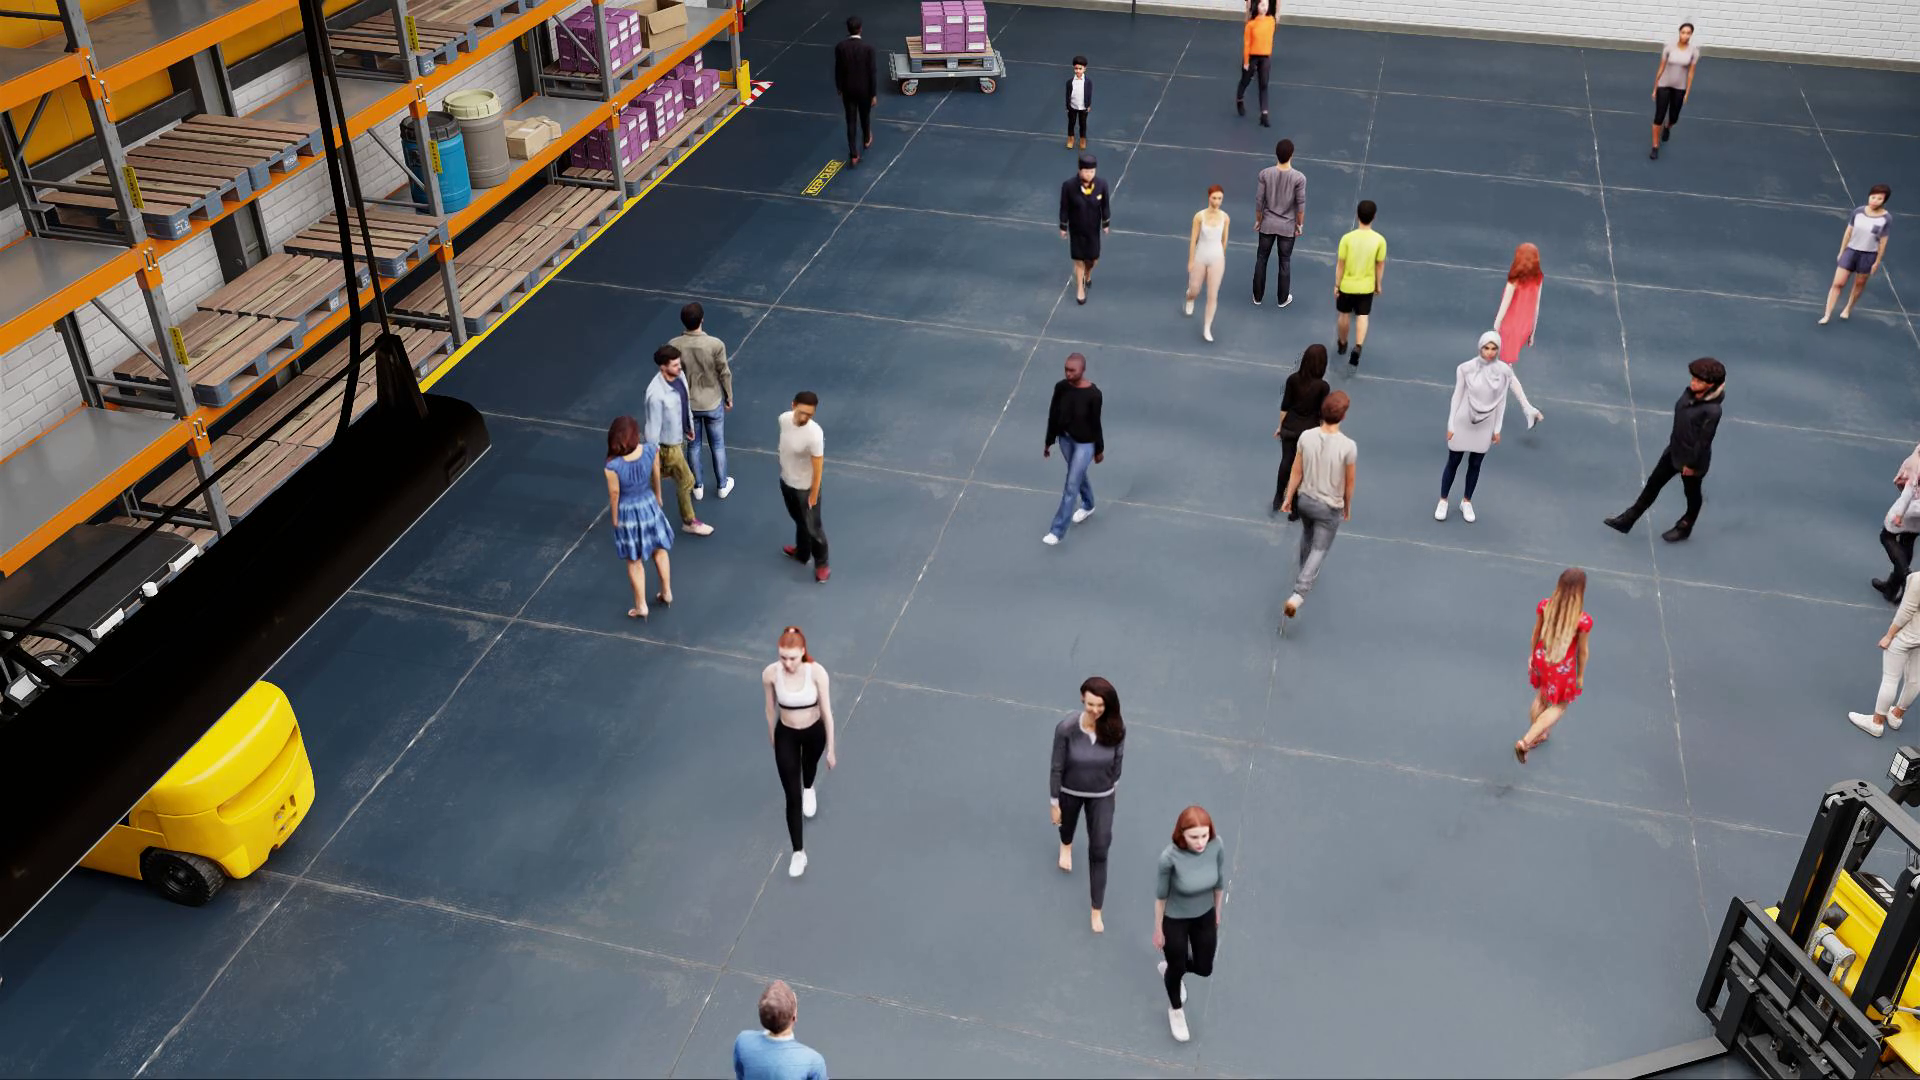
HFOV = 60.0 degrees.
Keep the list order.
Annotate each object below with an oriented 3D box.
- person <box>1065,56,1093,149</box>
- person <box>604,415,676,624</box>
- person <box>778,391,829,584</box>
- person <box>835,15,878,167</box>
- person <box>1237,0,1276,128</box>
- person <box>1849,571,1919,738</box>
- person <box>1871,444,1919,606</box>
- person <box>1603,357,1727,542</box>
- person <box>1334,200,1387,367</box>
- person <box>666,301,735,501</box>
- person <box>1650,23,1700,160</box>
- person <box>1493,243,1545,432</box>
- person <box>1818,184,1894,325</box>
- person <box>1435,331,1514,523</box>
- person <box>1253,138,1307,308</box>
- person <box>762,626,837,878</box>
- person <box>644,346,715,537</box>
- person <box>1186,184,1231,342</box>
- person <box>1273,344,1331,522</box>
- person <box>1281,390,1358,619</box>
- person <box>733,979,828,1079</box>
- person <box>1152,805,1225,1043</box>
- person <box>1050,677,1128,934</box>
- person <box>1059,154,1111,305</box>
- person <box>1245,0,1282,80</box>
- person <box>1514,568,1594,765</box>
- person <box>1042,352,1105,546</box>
[{"bbox_3d":[1.562,-5.792,21.976,0.531,1.224,0.510,3,34,4],"label":"person"},{"bbox_3d":[-2.518,-0.175,13.001,0.709,1.805,0.819,-27,42,-34],"label":"person"},{"bbox_3d":[-1.295,-0.509,13.535,0.810,1.769,0.858,-18,38,-25],"label":"person"},{"bbox_3d":[-1.356,-5.718,21.317,0.822,1.830,1.198,4,34,6],"label":"person"},{"bbox_3d":[3.991,-6.555,22.698,1.026,1.696,1.194,-11,35,-16],"label":"person"},{"bbox_3d":[6.795,0.663,11.824,0.692,1.712,0.704,-9,35,-13],"label":"person"},{"bbox_3d":[7.605,-0.215,13.073,0.826,1.791,0.940,-6,34,-9],"label":"person"},{"bbox_3d":[6.163,-0.737,13.904,1.033,1.740,1.078,-9,35,-13],"label":"person"},{"bbox_3d":[3.982,-2.542,16.667,0.653,1.689,0.954,6,34,9],"label":"person"},{"bbox_3d":[-2.260,-1.198,14.486,0.771,1.864,0.697,-2,34,-2],"label":"person"},{"bbox_3d":[9.259,-5.873,21.638,0.664,1.734,0.928,13,36,18],"label":"person"},{"bbox_3d":[5.245,-1.858,15.542,1.080,1.794,1.153,-17,37,-24],"label":"person"},{"bbox_3d":[9.526,-3.037,17.549,0.800,1.537,1.004,23,40,31],"label":"person"},{"bbox_3d":[4.397,-0.981,14.240,0.622,1.775,0.550,5,34,8],"label":"person"},{"bbox_3d":[3.405,-3.391,17.795,0.681,1.853,0.548,11,35,16],"label":"person"},{"bbox_3d":[-1.031,1.257,10.948,0.850,1.693,1.239,-1,34,-2],"label":"person"},{"bbox_3d":[-2.539,-0.855,14.058,0.728,1.767,1.053,9,35,13],"label":"person"},{"bbox_3d":[2.551,-2.923,17.295,0.741,1.628,0.956,-3,34,-4],"label":"person"},{"bbox_3d":[2.897,-0.905,14.254,0.664,1.635,0.636,19,38,27],"label":"person"},{"bbox_3d":[2.798,-0.243,13.051,0.928,1.863,1.230,18,38,25],"label":"person"},{"bbox_3d":[-0.904,2.946,8.311,0.693,1.800,0.964,11,35,16],"label":"person"},{"bbox_3d":[1.277,2.139,9.586,0.756,1.731,0.824,-10,35,-14],"label":"person"},{"bbox_3d":[0.767,1.534,10.509,0.868,1.718,1.204,-1,34,-2],"label":"person"},{"bbox_3d":[1.341,-3.392,17.969,0.808,1.663,0.824,-1,34,-1],"label":"person"},{"bbox_3d":[4.477,-7.758,24.387,0.694,1.830,1.192,9,35,14],"label":"person"},{"bbox_3d":[4.099,0.911,11.570,0.934,1.581,0.823,-26,42,-34],"label":"person"},{"bbox_3d":[1.035,-0.840,14.094,0.884,1.702,1.191,22,39,29],"label":"person"}]
